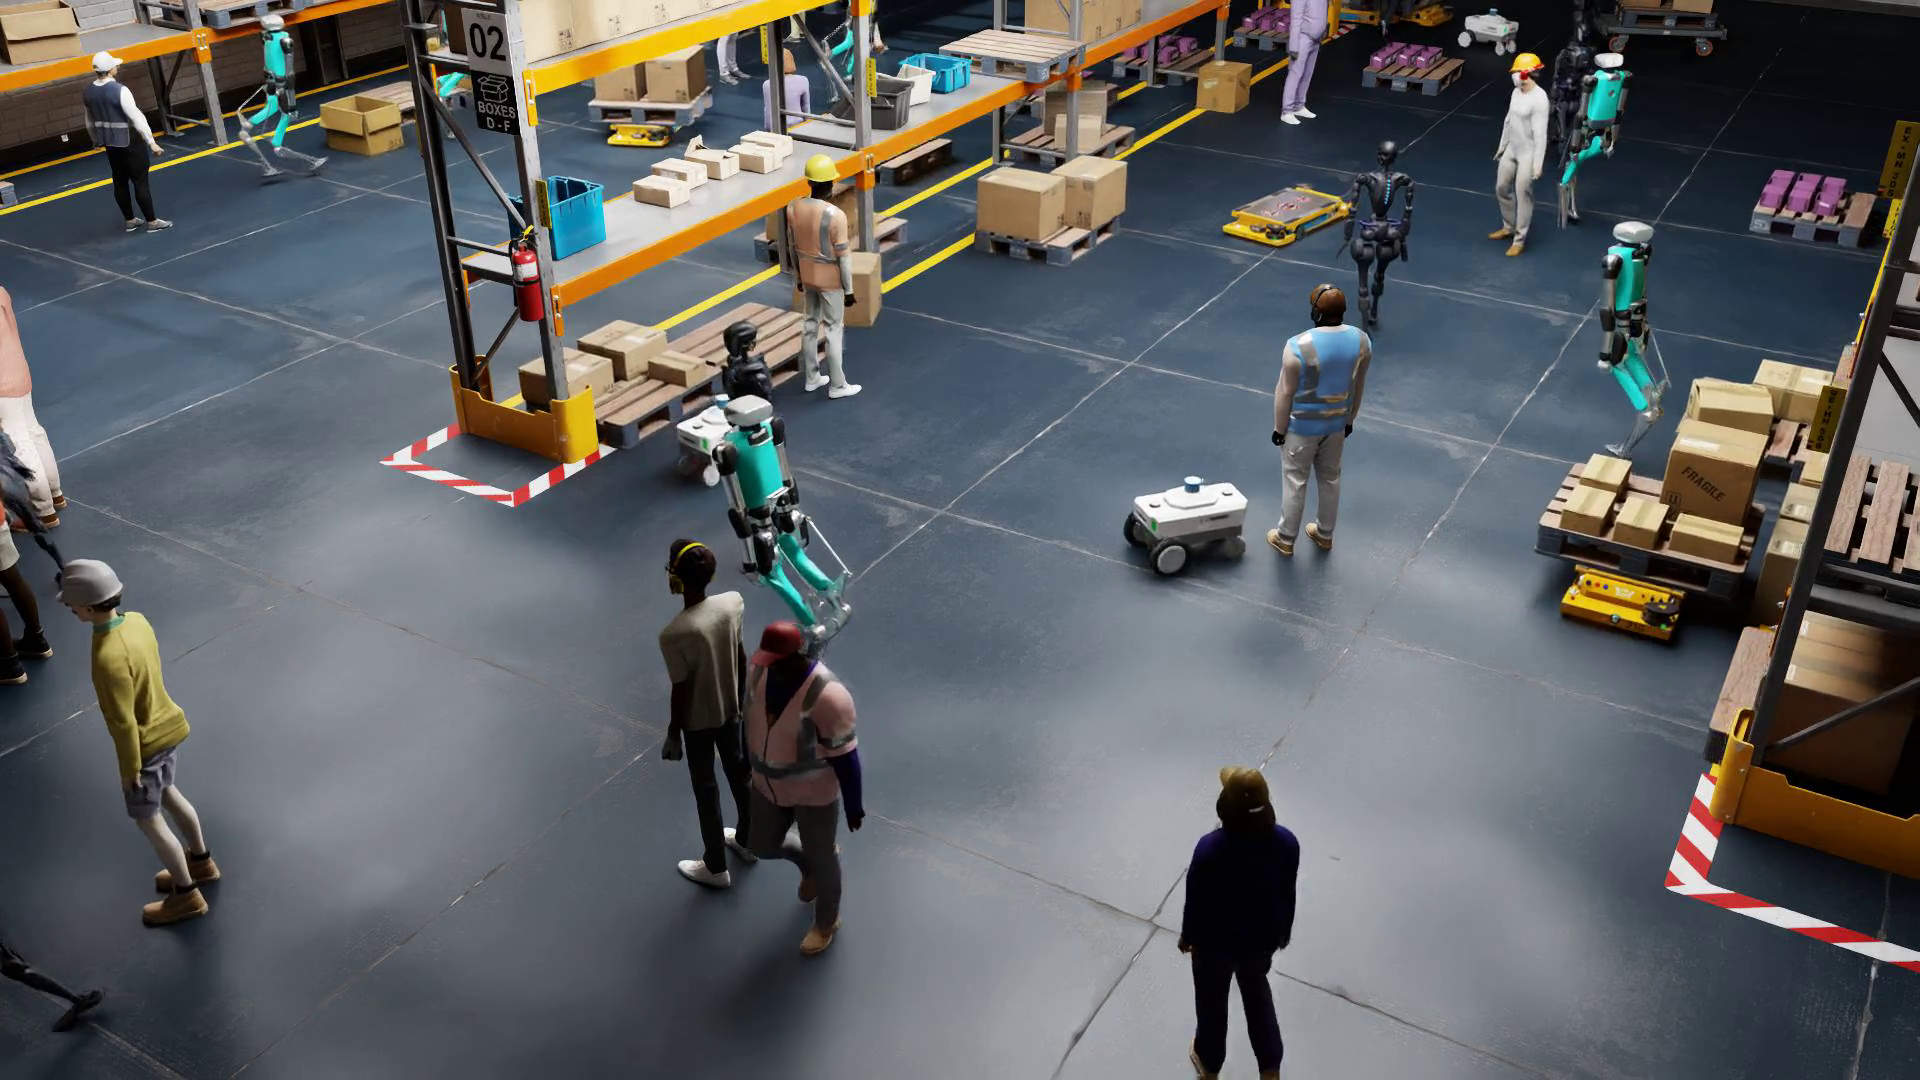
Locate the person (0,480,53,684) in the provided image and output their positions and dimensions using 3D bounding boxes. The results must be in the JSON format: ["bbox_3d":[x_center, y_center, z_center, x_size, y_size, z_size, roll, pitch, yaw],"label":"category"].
[{"bbox_3d":[-5.594,-0.086,9.372,0.362,1.962,0.611,4,30,7],"label":"person"}]

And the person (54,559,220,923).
[{"bbox_3d":[-3.769,0.918,7.689,0.411,1.879,0.488,-4,30,-7],"label":"person"}]

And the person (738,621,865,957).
[{"bbox_3d":[-0.722,1.099,7.505,0.704,1.736,0.454,17,34,28],"label":"person"}]

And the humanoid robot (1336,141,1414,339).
[{"bbox_3d":[3.485,-2.564,14.063,0.614,1.637,0.624,-3,30,-6],"label":"humanoid robot"}]

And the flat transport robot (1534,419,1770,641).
[{"bbox_3d":[4.361,0.161,10.656,0.659,0.231,1.431,16,33,27],"label":"flat transport robot"}]

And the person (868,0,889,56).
[{"bbox_3d":[-1.196,-7.689,22.907,0.648,1.877,1.046,-16,33,-26],"label":"person"}]

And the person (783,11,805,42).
[{"bbox_3d":[-2.395,-7.941,23.484,0.336,1.746,0.562,9,31,16],"label":"person"}]

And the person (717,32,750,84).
[{"bbox_3d":[-2.984,-6.910,21.458,0.423,1.951,0.489,12,31,20],"label":"person"}]

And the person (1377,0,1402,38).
[{"bbox_3d":[6.122,-8.017,23.552,0.539,1.818,0.729,15,33,25],"label":"person"}]

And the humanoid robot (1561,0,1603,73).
[{"bbox_3d":[8.318,-6.999,21.918,0.714,1.629,0.586,24,37,36],"label":"humanoid robot"}]

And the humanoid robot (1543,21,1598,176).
[{"bbox_3d":[6.619,-4.832,18.122,0.602,1.639,0.785,-11,31,-18],"label":"humanoid robot"}]

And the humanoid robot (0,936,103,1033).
[{"bbox_3d":[-4.155,1.515,6.891,0.788,1.630,0.588,-11,31,-19],"label":"humanoid robot"}]

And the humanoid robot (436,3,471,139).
[{"bbox_3d":[-5.914,-5.457,19.095,0.549,1.757,0.823,18,34,28],"label":"humanoid robot"}]

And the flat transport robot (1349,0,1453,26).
[{"bbox_3d":[6.623,-7.981,25.059,1.431,0.231,0.659,23,37,34],"label":"flat transport robot"}]

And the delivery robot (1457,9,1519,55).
[{"bbox_3d":[7.385,-7.105,23.239,0.499,0.613,0.796,-22,36,-34],"label":"delivery robot"}]

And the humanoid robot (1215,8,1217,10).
[{"bbox_3d":[3.858,-8.908,25.278,0.583,1.647,0.406,24,37,36],"label":"humanoid robot"}]

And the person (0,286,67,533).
[{"bbox_3d":[-6.324,-1.013,10.980,0.376,1.997,0.610,-6,30,-11],"label":"person"}]

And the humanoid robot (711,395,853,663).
[{"bbox_3d":[-0.919,0.089,9.327,0.814,1.782,0.530,17,34,27],"label":"humanoid robot"}]

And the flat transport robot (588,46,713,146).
[{"bbox_3d":[-3.630,-4.945,19.689,0.659,0.231,1.431,4,30,7],"label":"flat transport robot"}]

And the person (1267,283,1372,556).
[{"bbox_3d":[2.284,-0.763,10.709,0.617,1.836,0.432,-11,31,-19],"label":"person"}]

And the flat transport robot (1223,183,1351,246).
[{"bbox_3d":[3.321,-3.272,16.729,0.659,0.231,1.431,24,37,36],"label":"flat transport robot"}]

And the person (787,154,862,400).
[{"bbox_3d":[-1.052,-2.019,12.830,0.586,1.927,0.363,20,35,31],"label":"person"}]

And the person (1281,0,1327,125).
[{"bbox_3d":[4.129,-5.913,19.760,0.399,1.895,0.659,21,35,32],"label":"person"}]

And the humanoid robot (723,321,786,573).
[{"bbox_3d":[-1.314,-0.623,10.630,0.535,1.645,0.609,-18,34,-29],"label":"humanoid robot"}]

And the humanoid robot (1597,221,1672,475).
[{"bbox_3d":[4.856,-1.309,11.784,0.536,1.788,0.805,-25,38,-36],"label":"humanoid robot"}]

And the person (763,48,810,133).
[{"bbox_3d":[-1.755,-4.181,16.944,0.504,1.636,0.281,-15,33,-24],"label":"person"}]

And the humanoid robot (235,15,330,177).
[{"bbox_3d":[-7.312,-4.646,17.649,0.556,1.733,0.995,23,37,35],"label":"humanoid robot"}]

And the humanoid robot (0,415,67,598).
[{"bbox_3d":[-5.909,-0.394,10.224,0.682,1.635,0.599,-2,30,-4],"label":"humanoid robot"}]

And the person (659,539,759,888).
[{"bbox_3d":[-1.199,0.825,7.859,0.327,1.868,0.515,22,36,33],"label":"person"}]

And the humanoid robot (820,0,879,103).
[{"bbox_3d":[-1.396,-6.149,20.361,1.024,1.723,0.552,-24,38,-36],"label":"humanoid robot"}]

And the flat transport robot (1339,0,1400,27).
[{"bbox_3d":[5.844,-7.917,24.946,1.431,0.231,0.659,16,33,27],"label":"flat transport robot"}]

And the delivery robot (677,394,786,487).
[{"bbox_3d":[-1.682,-0.764,11.994,0.499,0.586,0.782,23,37,35],"label":"delivery robot"}]

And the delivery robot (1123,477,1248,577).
[{"bbox_3d":[1.487,-0.122,10.874,0.802,0.601,0.499,-9,31,-16],"label":"delivery robot"}]

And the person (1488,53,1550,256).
[{"bbox_3d":[5.356,-3.648,15.773,0.431,1.879,0.732,-9,31,-16],"label":"person"}]

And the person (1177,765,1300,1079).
[{"bbox_3d":[1.124,1.610,6.722,0.454,1.614,0.472,-6,30,-11],"label":"person"}]

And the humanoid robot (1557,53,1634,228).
[{"bbox_3d":[6.148,-3.938,16.491,0.546,1.862,0.734,-9,31,-15],"label":"humanoid robot"}]

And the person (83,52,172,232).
[{"bbox_3d":[-8.211,-3.888,16.304,0.761,1.759,0.432,7,30,12],"label":"person"}]
